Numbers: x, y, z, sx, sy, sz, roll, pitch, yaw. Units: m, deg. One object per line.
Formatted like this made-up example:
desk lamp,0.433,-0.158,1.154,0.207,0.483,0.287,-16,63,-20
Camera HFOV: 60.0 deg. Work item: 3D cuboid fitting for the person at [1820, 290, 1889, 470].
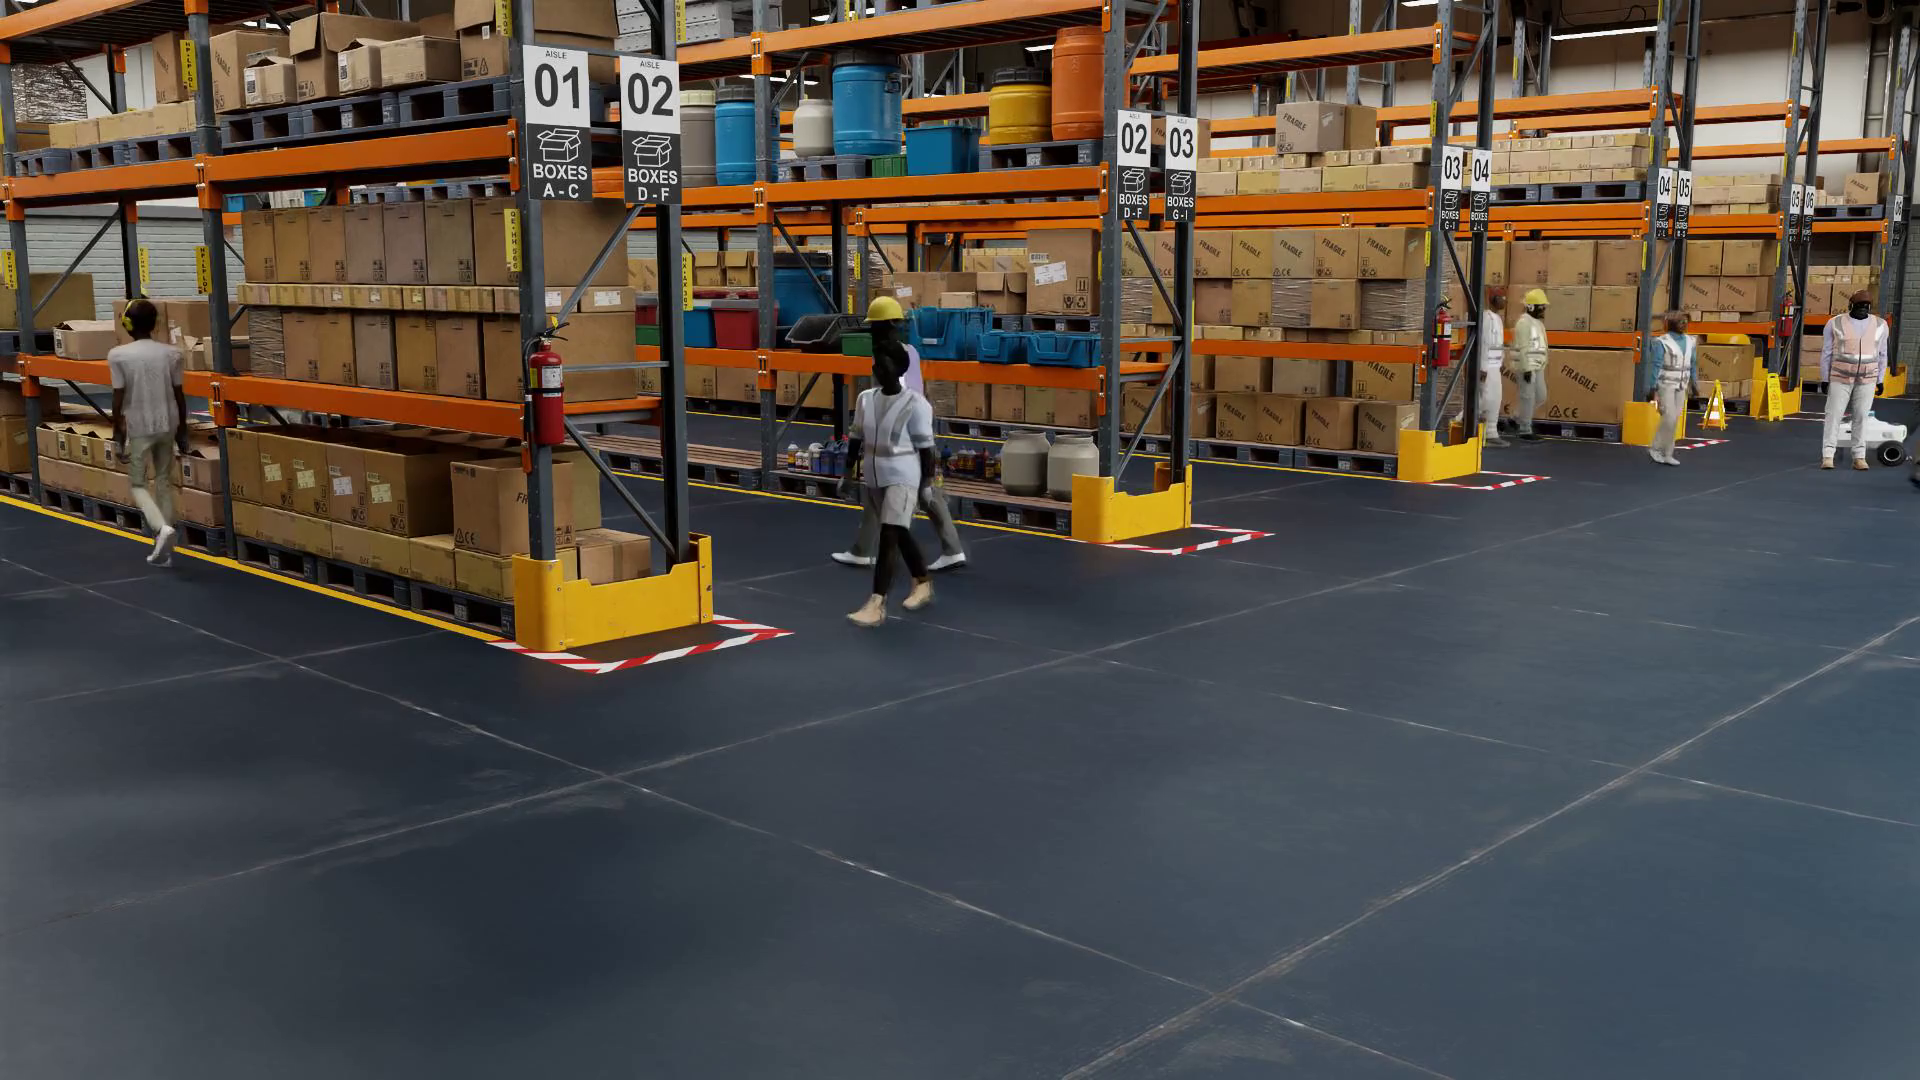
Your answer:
person,9.178,-1.645,17.091,0.624,1.840,0.429,2,10,14

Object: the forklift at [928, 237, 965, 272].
forklift,-0.326,-5.817,39.609,1.129,2.768,1.873,9,13,43

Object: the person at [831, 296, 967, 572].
person,-0.390,-0.712,11.291,1.010,1.872,0.599,5,10,27

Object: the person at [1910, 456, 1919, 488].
person,9.211,-1.407,15.411,0.799,1.913,0.556,-4,10,-23

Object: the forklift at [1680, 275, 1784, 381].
forklift,12.480,-3.427,27.053,1.214,2.155,2.313,9,13,43

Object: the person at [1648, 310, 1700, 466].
person,7.451,-1.584,17.362,0.528,1.624,0.368,-4,10,-24

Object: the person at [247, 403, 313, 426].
person,-5.943,-1.116,14.603,0.858,1.588,0.500,8,12,40

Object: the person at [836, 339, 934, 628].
person,-0.405,-0.353,9.750,0.541,1.648,0.892,8,12,39

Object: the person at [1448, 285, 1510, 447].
person,6.046,-2.003,19.185,0.589,1.867,0.588,7,11,35

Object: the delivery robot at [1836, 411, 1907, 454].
delivery robot,9.643,-1.126,17.670,0.707,0.478,0.477,4,10,26

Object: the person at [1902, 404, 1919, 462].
person,10.424,-1.713,17.666,1.004,1.799,0.514,1,9,7

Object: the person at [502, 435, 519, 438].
person,-4.388,-1.419,16.070,0.912,1.719,0.526,7,11,36

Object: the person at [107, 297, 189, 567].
person,-5.495,-0.720,11.355,0.567,1.859,0.504,9,13,44

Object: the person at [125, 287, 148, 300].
person,-9.165,-1.907,18.599,0.386,1.880,0.748,-7,12,-38

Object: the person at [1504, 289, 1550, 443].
person,6.749,-2.066,19.738,0.446,1.814,0.598,8,12,39
